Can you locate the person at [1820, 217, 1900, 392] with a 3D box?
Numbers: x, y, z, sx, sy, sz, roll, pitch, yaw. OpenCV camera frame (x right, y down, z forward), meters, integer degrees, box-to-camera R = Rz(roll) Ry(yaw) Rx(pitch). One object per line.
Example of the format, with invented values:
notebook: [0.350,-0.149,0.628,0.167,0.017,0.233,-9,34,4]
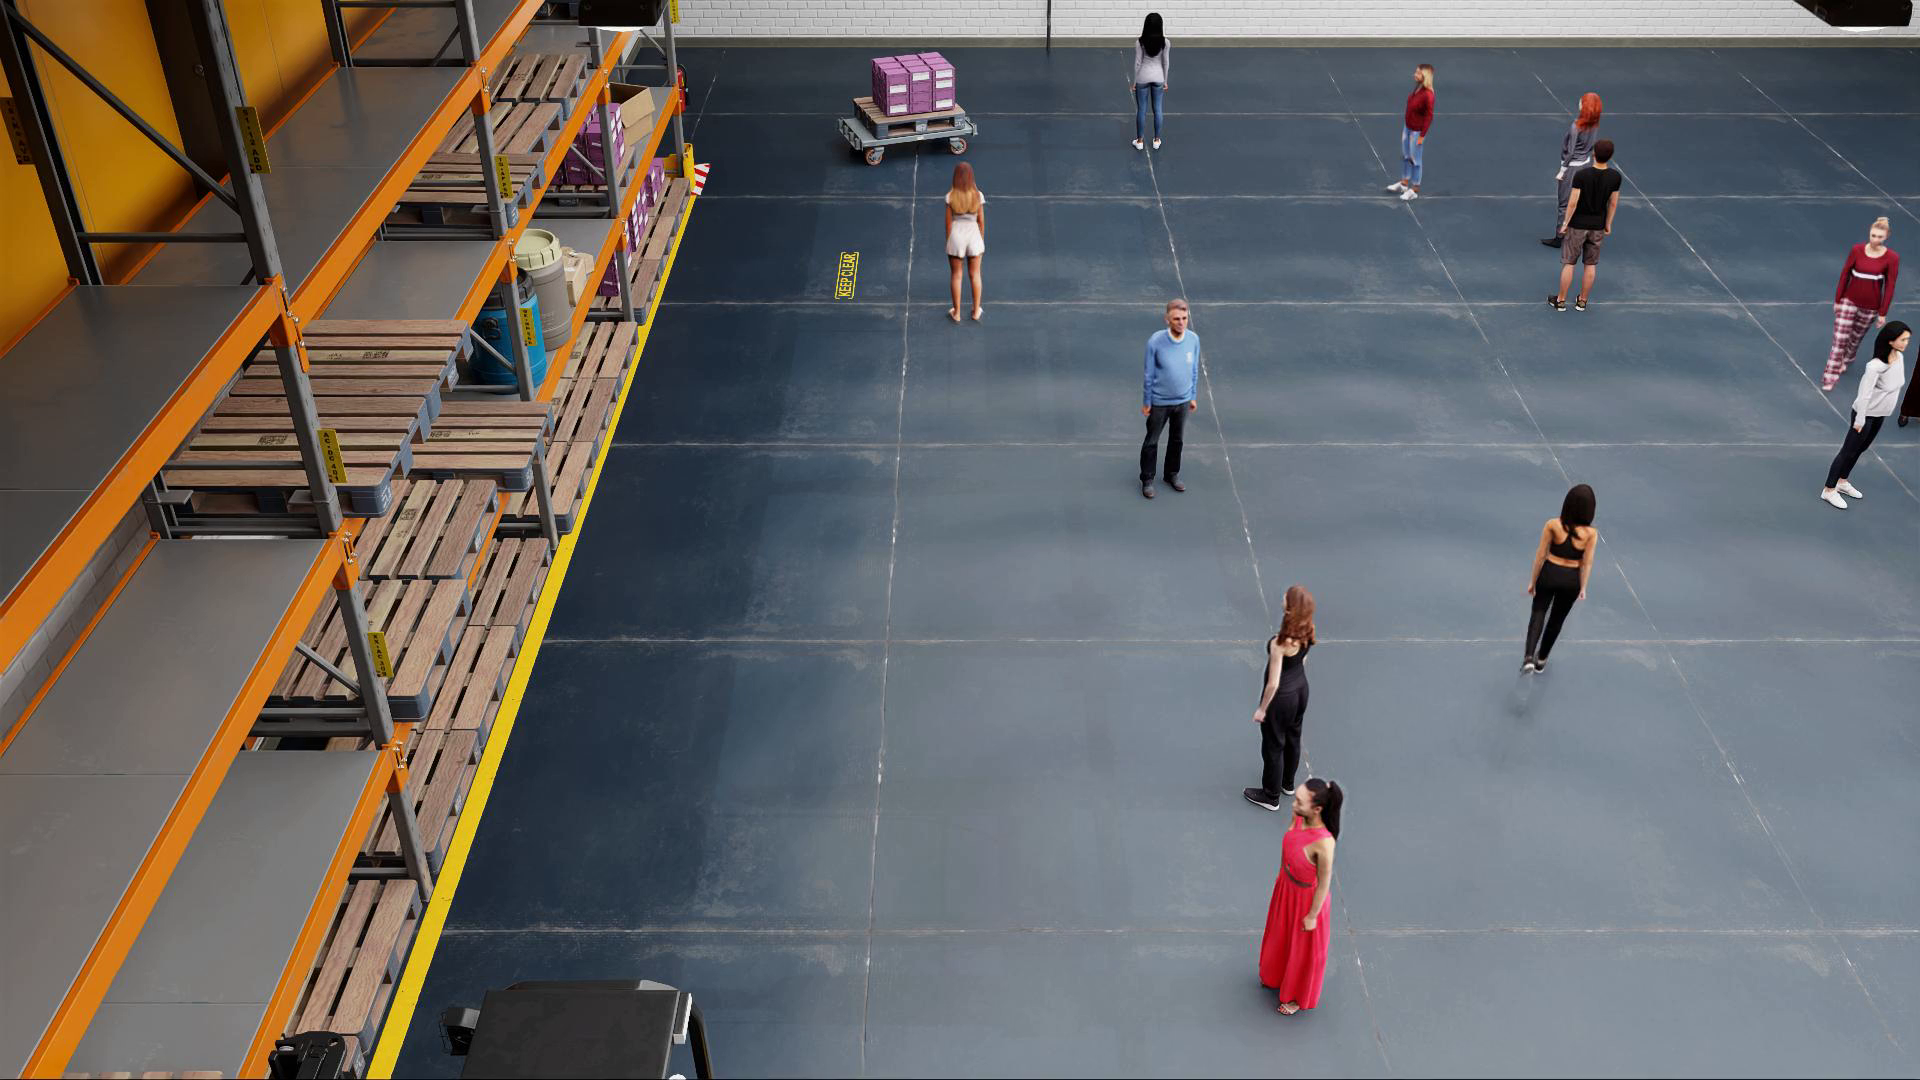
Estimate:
person: [8.671,-2.284,15.984,0.967,1.656,1.145,18,38,25]

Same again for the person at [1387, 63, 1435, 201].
person: [5.464,-4.913,19.960,0.700,1.633,0.513,-6,34,-9]

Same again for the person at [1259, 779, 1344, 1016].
person: [1.942,2.019,9.446,0.735,1.726,0.598,-9,35,-14]

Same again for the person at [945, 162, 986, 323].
person: [0.043,-3.075,17.137,0.574,1.696,0.563,-2,34,-4]

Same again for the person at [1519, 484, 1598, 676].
person: [4.328,0.345,12.050,0.746,1.631,0.901,14,36,20]

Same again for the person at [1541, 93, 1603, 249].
person: [6.912,-4.165,18.701,0.656,1.780,0.687,-22,39,-29]

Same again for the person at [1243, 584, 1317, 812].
person: [2.144,1.025,10.922,0.716,1.748,0.651,28,42,35]

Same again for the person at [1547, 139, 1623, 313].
person: [6.511,-3.268,17.279,0.663,1.862,0.569,1,34,1]

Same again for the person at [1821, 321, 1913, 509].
person: [7.733,-1.090,14.147,0.704,1.700,0.744,-24,41,-32]

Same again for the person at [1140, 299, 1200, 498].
person: [1.795,-1.245,14.273,0.711,1.820,0.659,-8,35,-13]

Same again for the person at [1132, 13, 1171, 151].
person: [2.437,-5.885,21.330,0.626,1.735,0.543,-3,34,-5]
